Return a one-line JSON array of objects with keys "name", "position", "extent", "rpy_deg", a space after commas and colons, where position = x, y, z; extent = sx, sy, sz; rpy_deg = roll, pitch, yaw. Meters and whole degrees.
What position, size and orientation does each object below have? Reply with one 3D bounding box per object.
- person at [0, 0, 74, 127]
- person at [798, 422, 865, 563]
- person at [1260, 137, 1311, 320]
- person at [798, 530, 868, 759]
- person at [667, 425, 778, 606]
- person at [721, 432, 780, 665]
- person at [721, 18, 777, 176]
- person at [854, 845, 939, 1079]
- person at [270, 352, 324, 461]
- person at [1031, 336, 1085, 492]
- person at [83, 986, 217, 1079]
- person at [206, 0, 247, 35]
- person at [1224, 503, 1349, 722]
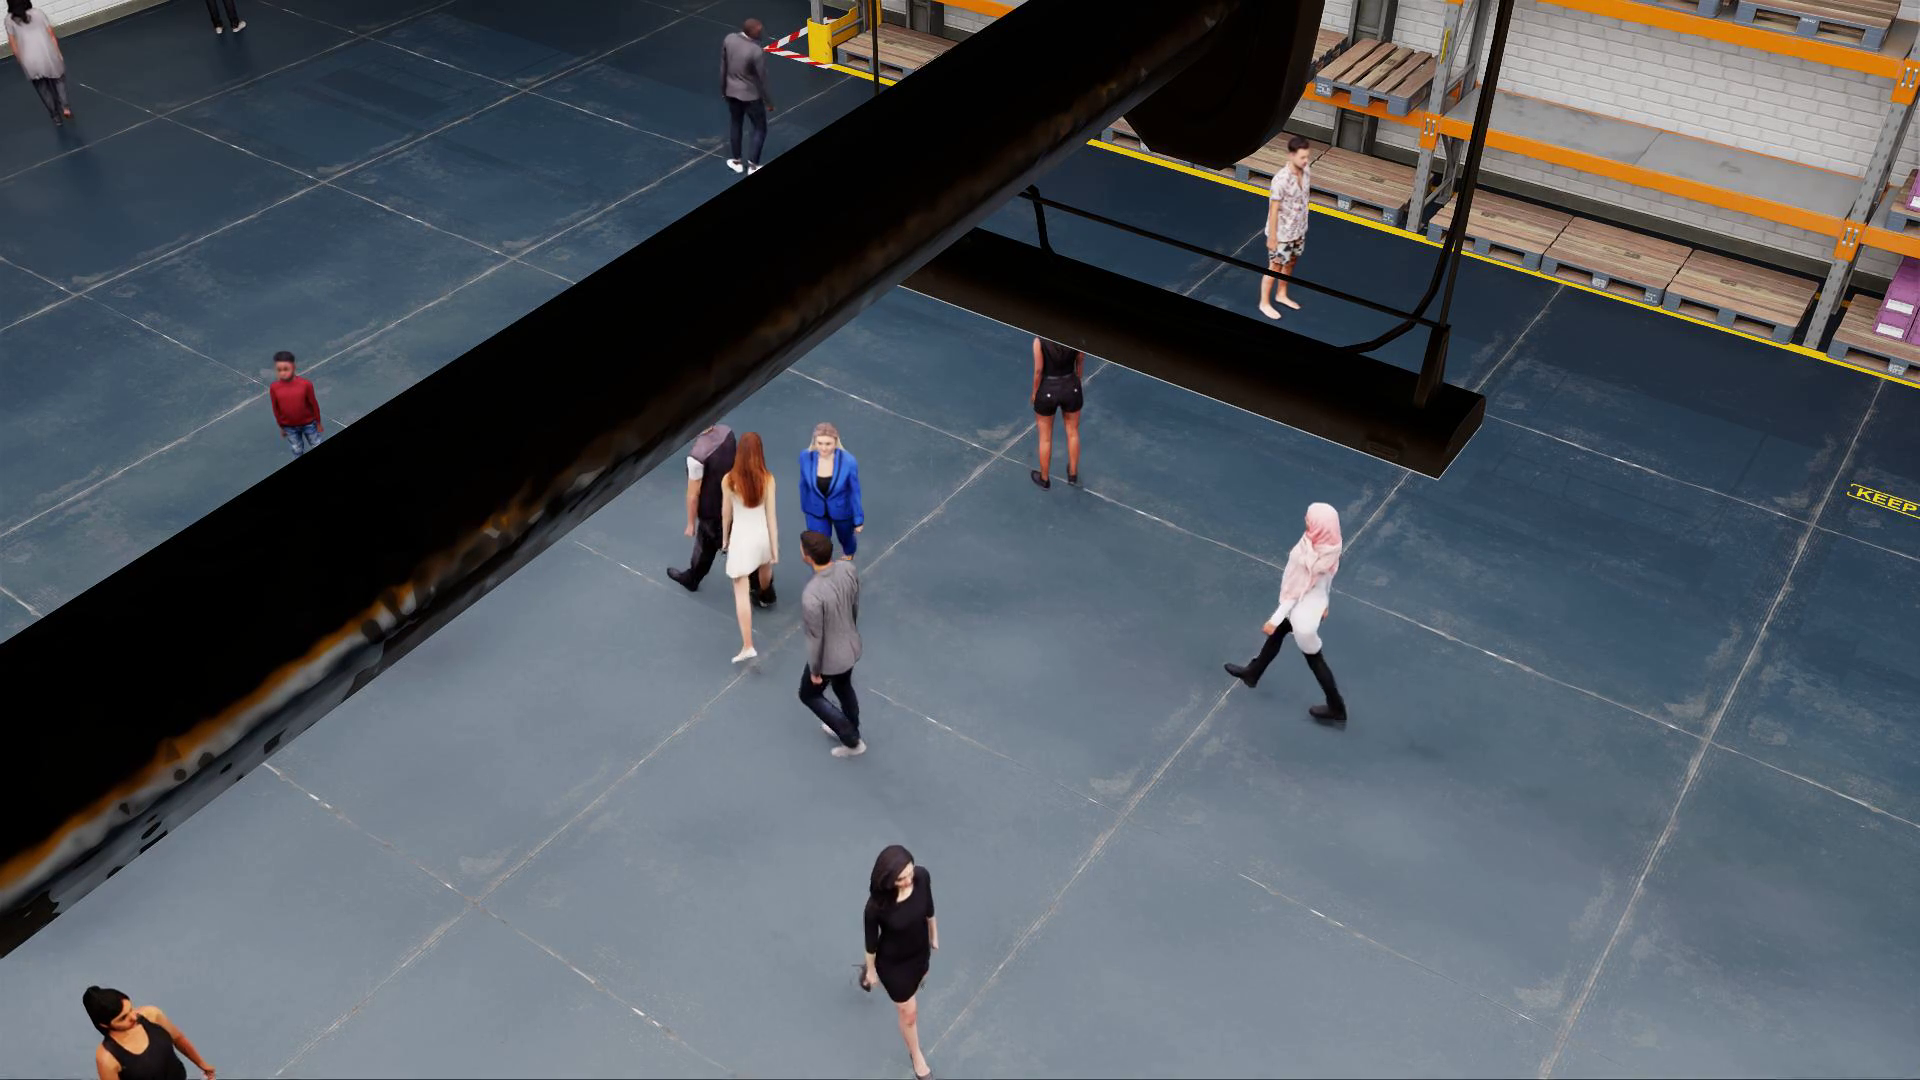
[{"name": "person", "position": [-10.554, -5.524, 19.068], "extent": [0.750, 1.600, 0.777], "rpy_deg": [-21, 43, -24]}, {"name": "person", "position": [-0.943, -0.237, 12.408], "extent": [1.181, 1.648, 1.093], "rpy_deg": [4, 39, 5]}, {"name": "person", "position": [3.074, -2.979, 15.711], "extent": [0.715, 1.811, 0.644], "rpy_deg": [-31, 48, -33]}, {"name": "person", "position": [-0.781, 0.762, 10.997], "extent": [0.743, 1.850, 0.739], "rpy_deg": [25, 45, 27]}, {"name": "person", "position": [-1.704, -0.219, 12.268], "extent": [1.235, 1.796, 0.913], "rpy_deg": [12, 40, 15]}, {"name": "person", "position": [-1.501, 0.068, 12.019], "extent": [1.180, 1.659, 1.204], "rpy_deg": [-7, 39, -8]}, {"name": "person", "position": [-2.386, -4.811, 18.032], "extent": [0.531, 1.778, 0.898], "rpy_deg": [11, 40, 13]}, {"name": "person", "position": [-0.360, 2.252, 9.189], "extent": [0.769, 1.777, 1.082], "rpy_deg": [-28, 46, -30]}, {"name": "person", "position": [-5.433, -0.992, 13.669], "extent": [0.588, 1.256, 0.644], "rpy_deg": [-8, 39, -10]}, {"name": "person", "position": [0.794, -1.186, 13.522], "extent": [0.669, 1.742, 0.706], "rpy_deg": [-11, 40, -13]}, {"name": "person", "position": [-4.214, 2.828, 8.597], "extent": [1.187, 1.616, 0.908], "rpy_deg": [7, 39, 8]}, {"name": "person", "position": [-9.602, -7.375, 21.257], "extent": [0.688, 1.760, 0.757], "rpy_deg": [-5, 39, -6]}, {"name": "person", "position": [2.434, 0.550, 11.340], "extent": [1.199, 1.753, 0.719], "rpy_deg": [20, 43, 23]}]
